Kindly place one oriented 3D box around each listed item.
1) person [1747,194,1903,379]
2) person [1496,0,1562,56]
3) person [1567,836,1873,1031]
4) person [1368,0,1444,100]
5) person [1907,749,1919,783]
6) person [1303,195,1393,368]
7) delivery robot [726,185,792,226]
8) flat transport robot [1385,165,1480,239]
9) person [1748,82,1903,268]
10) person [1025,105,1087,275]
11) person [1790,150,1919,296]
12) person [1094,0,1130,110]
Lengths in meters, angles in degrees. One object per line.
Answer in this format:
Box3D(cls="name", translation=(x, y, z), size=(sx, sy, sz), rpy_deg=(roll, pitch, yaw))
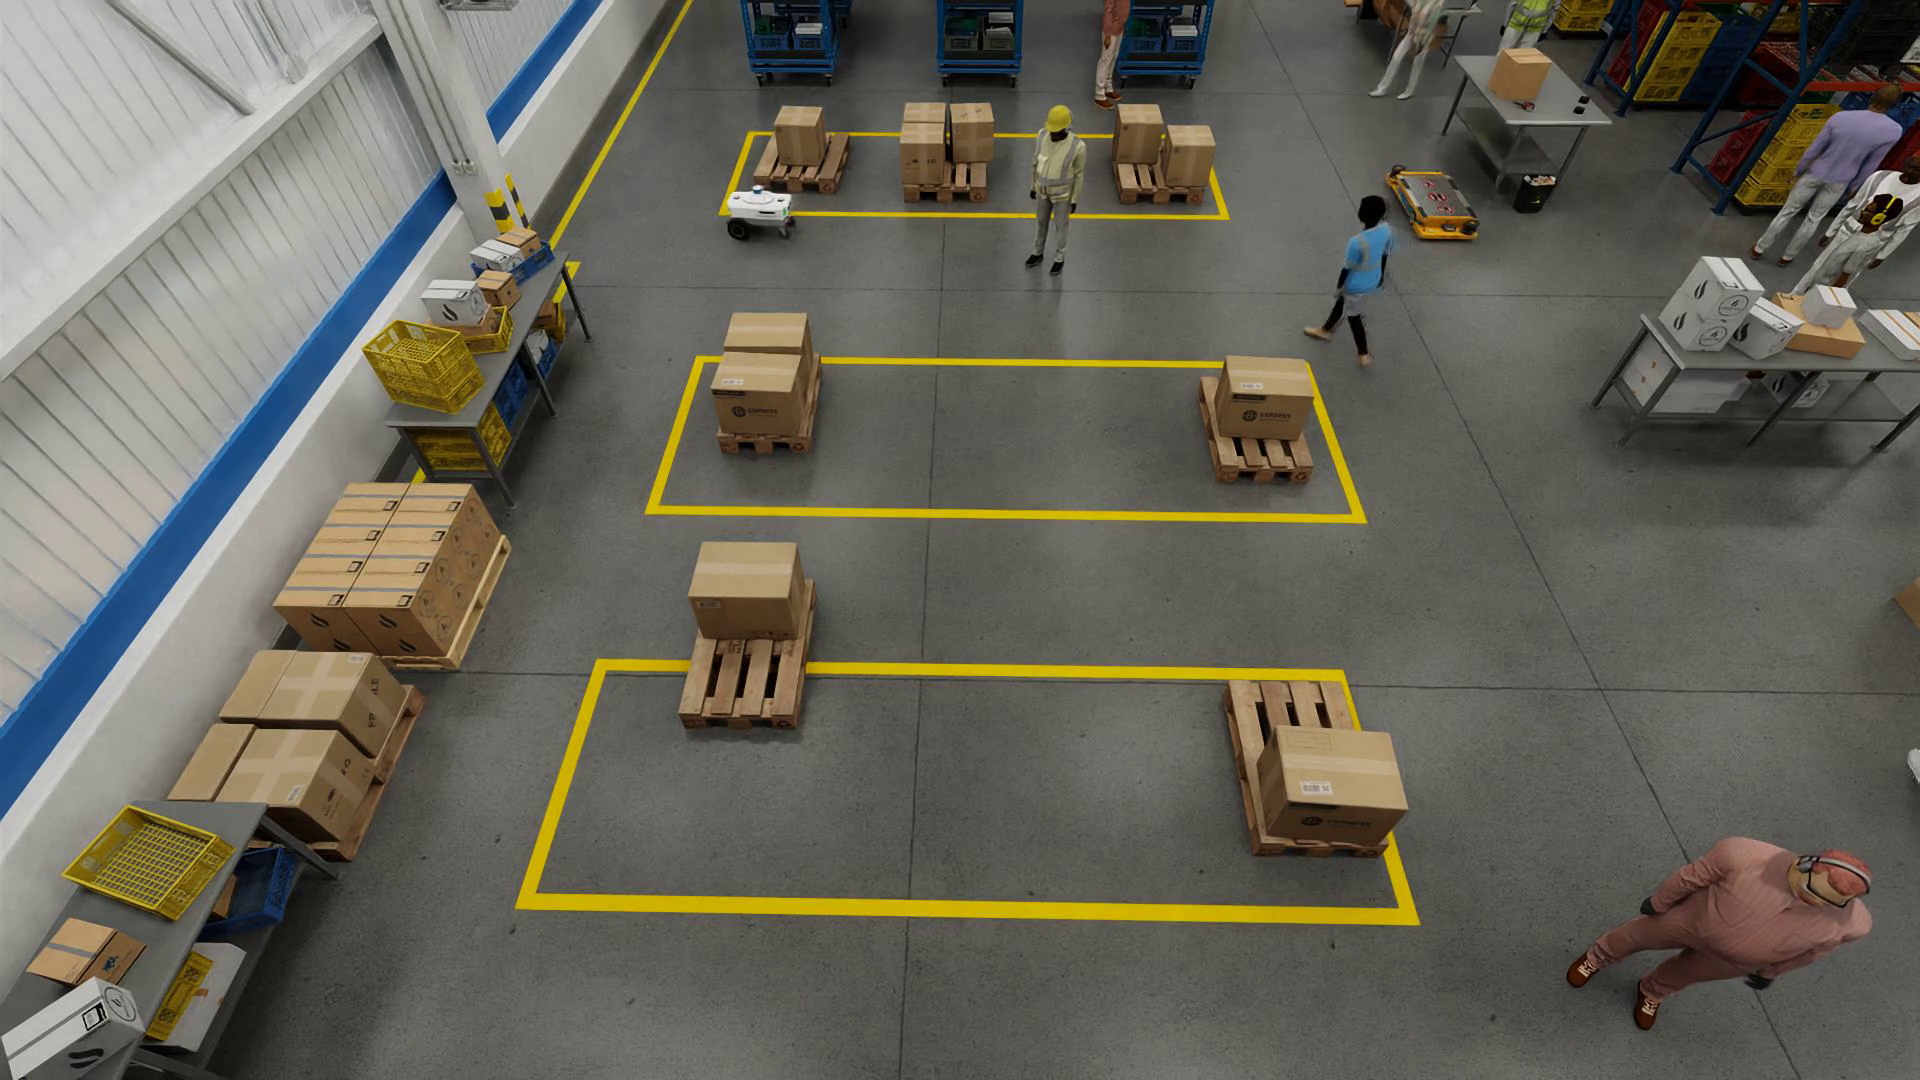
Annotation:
Box3D(cls="person", translation=(7.902, -2.293, 8.457), size=(0.323, 1.861, 0.530), rpy_deg=(30, 55, 23))
Box3D(cls="person", translation=(7.795, -7.085, 12.626), size=(0.629, 1.837, 0.430), rpy_deg=(20, 52, 16))
Box3D(cls="person", translation=(3.874, 2.024, 4.693), size=(0.639, 1.903, 0.409), rpy_deg=(32, 56, 25))
Box3D(cls="person", translation=(6.182, -6.838, 12.546), size=(0.741, 1.609, 0.528), rpy_deg=(-19, 52, -16))
Box3D(cls="person", translation=(6.593, 1.077, 5.519), size=(0.633, 1.885, 0.744), rpy_deg=(26, 54, 21))
Box3D(cls="person", translation=(3.859, -2.445, 8.730), size=(0.562, 1.644, 0.816), rpy_deg=(-32, 56, -25))
Box3D(cls="delivery robot", translation=(-2.310, -3.855, 10.606), size=(0.707, 0.478, 0.477), rpy_deg=(4, 49, 4))
Box3D(cls="flat transport robot", translation=(5.692, -4.094, 11.059), size=(0.652, 0.197, 1.431), rpy_deg=(1, 49, 1))
Box3D(cls="person", translation=(9.221, -3.851, 9.756), size=(0.629, 1.936, 0.371), rpy_deg=(33, 57, 25))
Box3D(cls="person", translation=(0.990, -3.688, 9.688), size=(0.586, 1.822, 0.403), rpy_deg=(26, 54, 21))
Box3D(cls="person", translation=(8.839, -2.939, 9.006), size=(0.343, 1.877, 0.578), rpy_deg=(-26, 54, -21))
Box3D(cls="person", translation=(2.089, -6.913, 12.365), size=(0.375, 1.997, 0.609), rpy_deg=(22, 53, 18))
